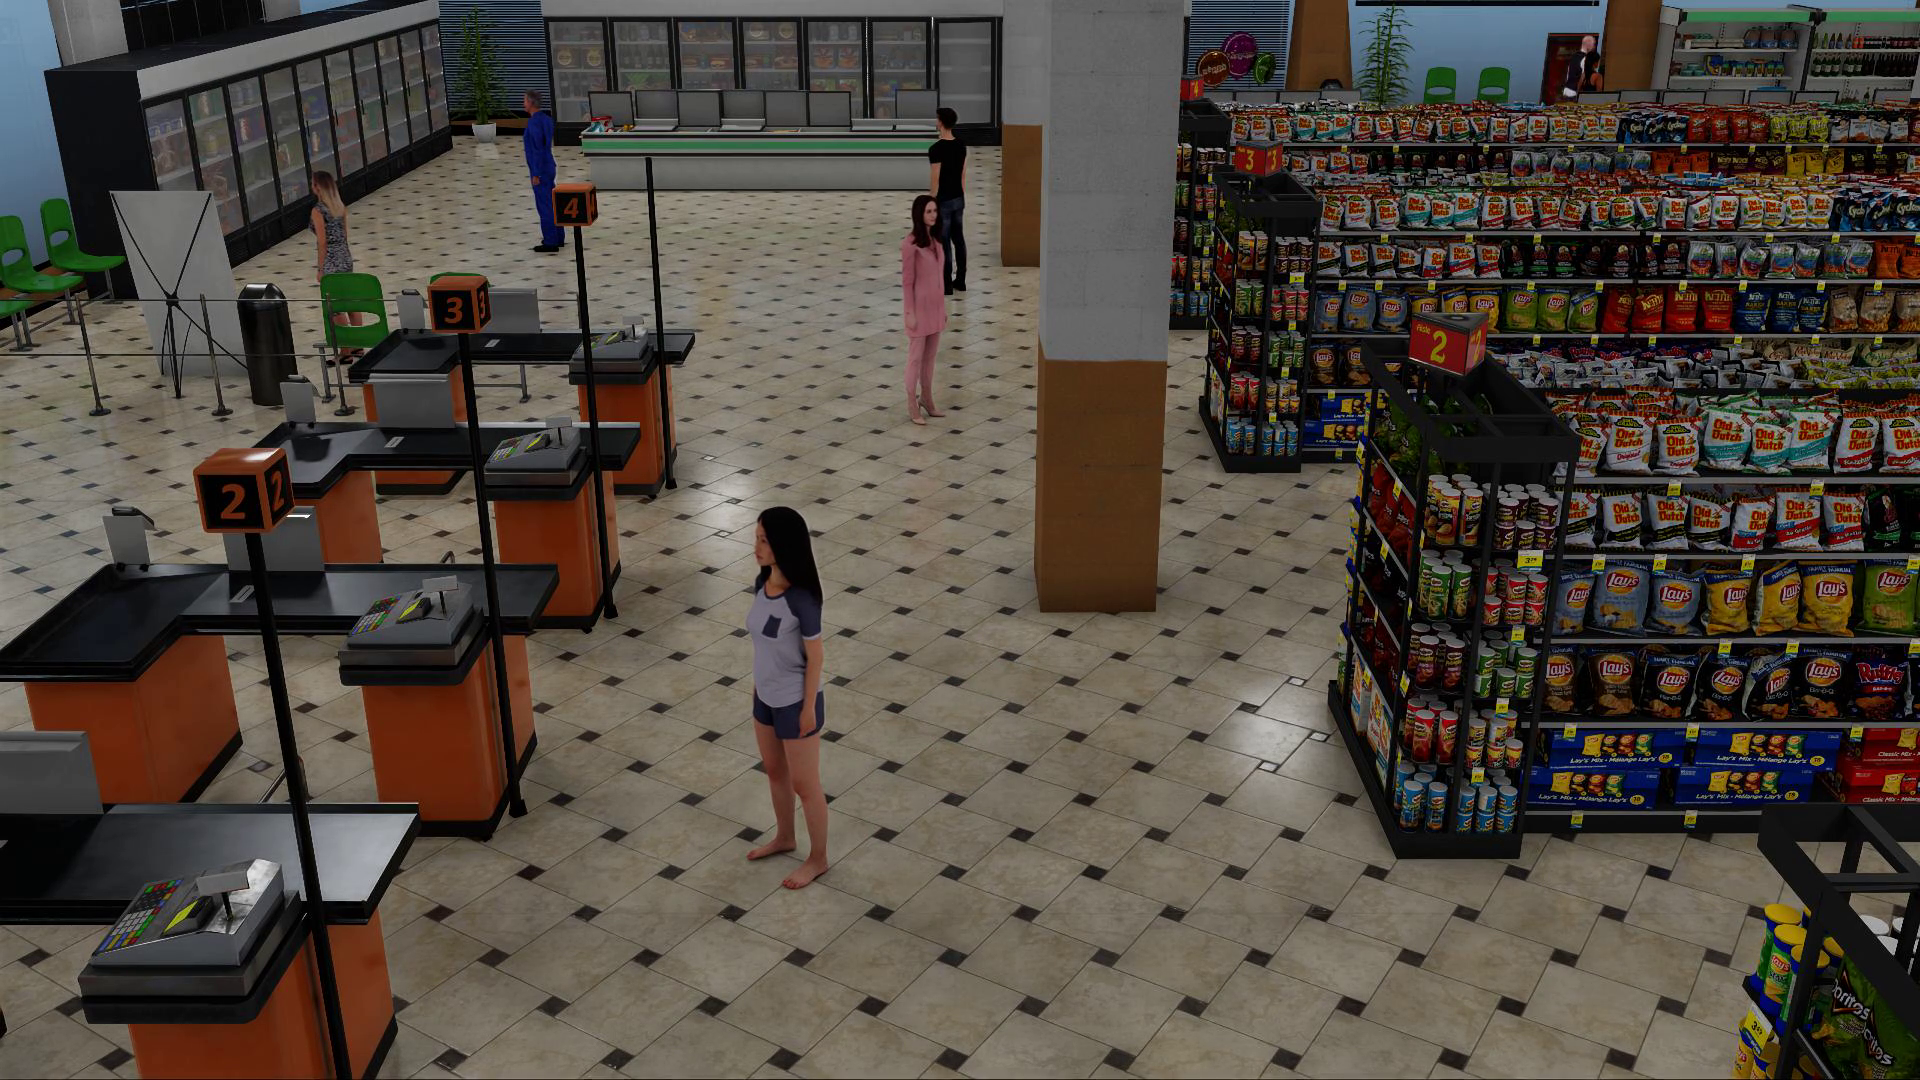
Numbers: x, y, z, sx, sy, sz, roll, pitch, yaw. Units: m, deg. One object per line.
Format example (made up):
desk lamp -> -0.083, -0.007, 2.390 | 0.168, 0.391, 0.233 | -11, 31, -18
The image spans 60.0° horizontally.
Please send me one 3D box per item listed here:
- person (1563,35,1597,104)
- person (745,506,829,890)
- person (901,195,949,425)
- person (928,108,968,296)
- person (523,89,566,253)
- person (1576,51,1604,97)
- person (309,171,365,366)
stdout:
person -> 9.401, -6.813, 25.588 | 0.667, 1.795, 0.746 | -4, 22, -10
person -> -0.737, 0.661, 7.106 | 0.717, 1.706, 0.677 | -17, 27, -36
person -> -0.291, -1.830, 13.177 | 0.722, 1.803, 0.690 | 16, 27, 35
person -> -0.117, -3.506, 17.224 | 0.737, 1.896, 0.797 | -20, 30, -41
person -> -4.819, -4.267, 19.210 | 0.550, 1.826, 0.738 | 1, 22, 3
person -> 9.374, -6.448, 24.857 | 0.662, 1.663, 0.660 | -12, 25, -27
person -> -5.541, -2.423, 14.784 | 0.579, 1.705, 0.617 | 6, 23, 15
